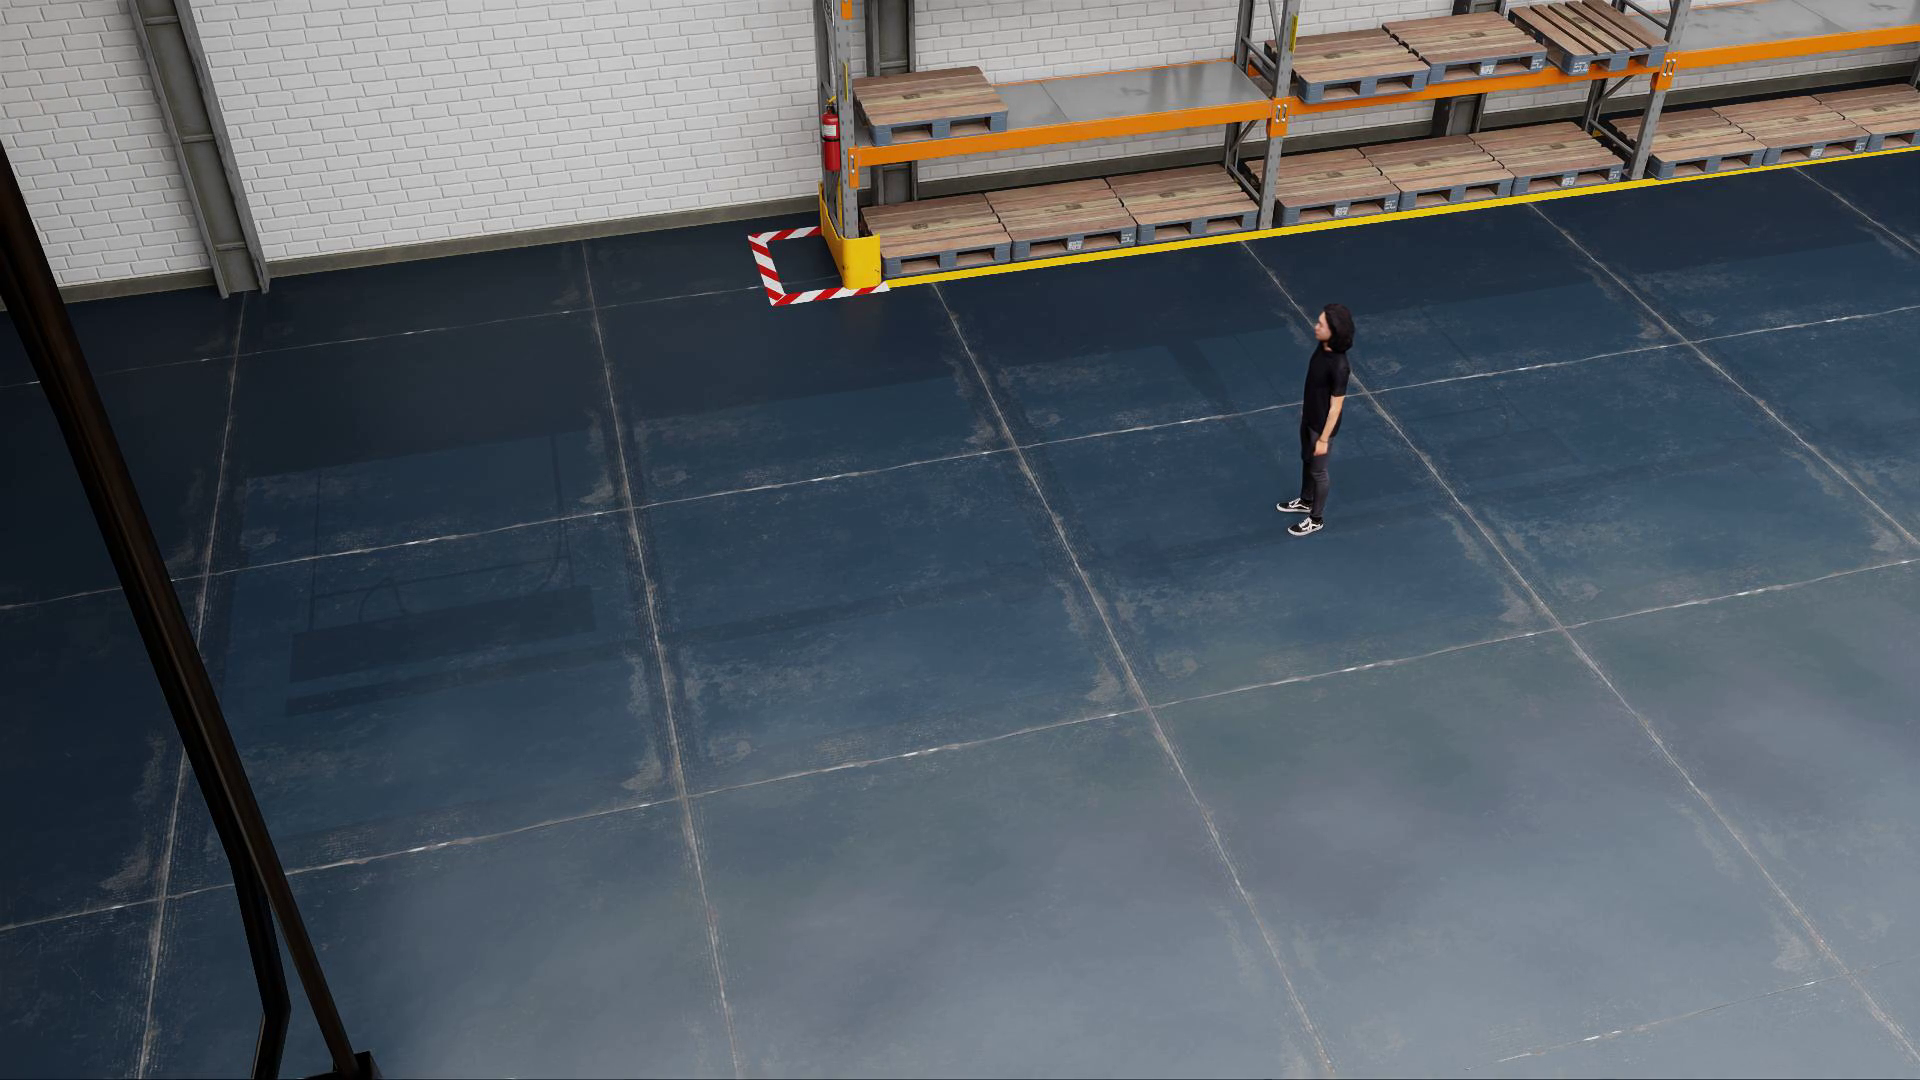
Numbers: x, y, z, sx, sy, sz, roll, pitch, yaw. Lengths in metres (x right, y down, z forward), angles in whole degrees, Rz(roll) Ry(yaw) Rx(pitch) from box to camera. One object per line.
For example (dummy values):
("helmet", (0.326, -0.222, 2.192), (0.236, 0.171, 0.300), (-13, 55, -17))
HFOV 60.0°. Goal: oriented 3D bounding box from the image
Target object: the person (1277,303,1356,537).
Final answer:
("person", (2.553, -0.869, 11.730), (0.576, 1.836, 0.659), (-4, 39, -5))
